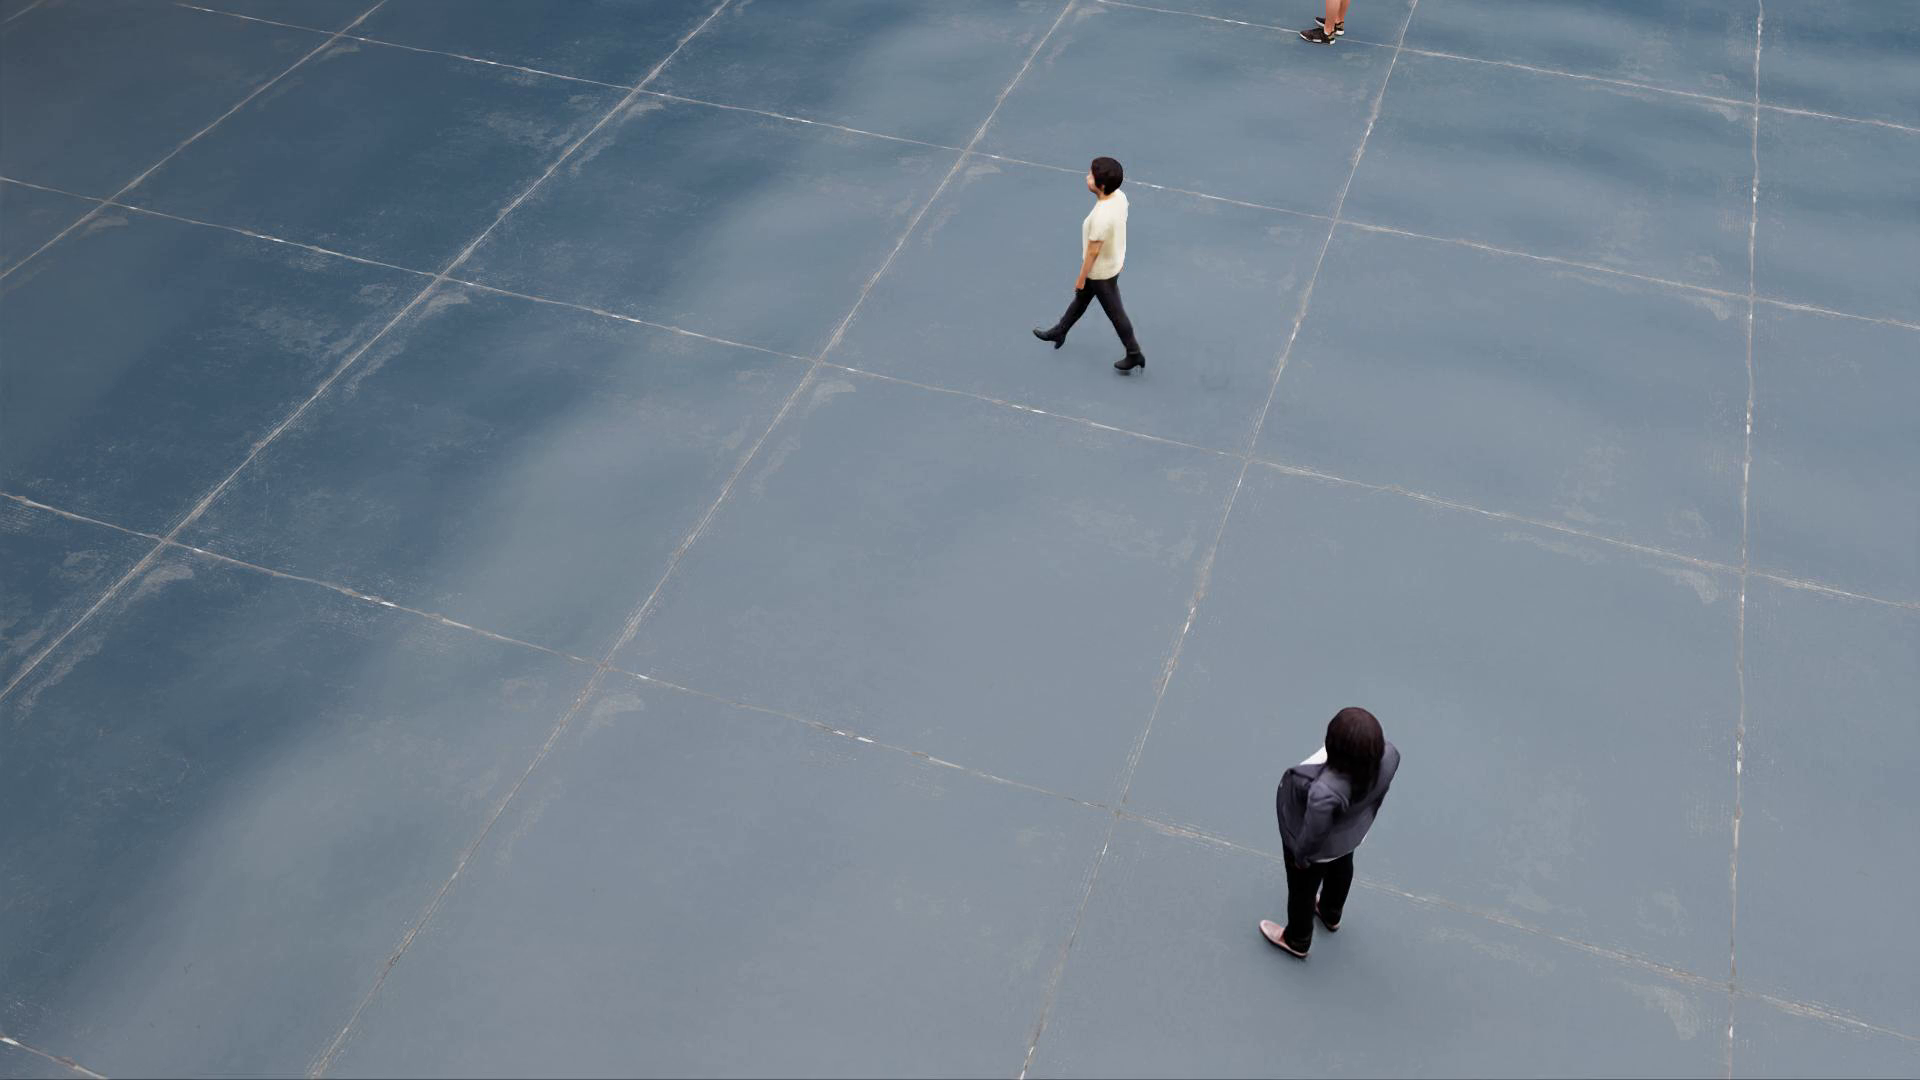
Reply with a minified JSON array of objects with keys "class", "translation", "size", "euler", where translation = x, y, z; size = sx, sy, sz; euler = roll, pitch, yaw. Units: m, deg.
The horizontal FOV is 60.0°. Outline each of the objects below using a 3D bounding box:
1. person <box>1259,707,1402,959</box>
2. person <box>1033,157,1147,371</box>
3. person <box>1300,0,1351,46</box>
[{"class":"person","translation":[1.665,1.308,7.501],"size":[0.785,1.596,0.819],"euler":[-29,50,-28]},{"class":"person","translation":[1.002,-1.737,10.799],"size":[1.015,1.546,0.593],"euler":[13,45,14]},{"class":"person","translation":[3.280,-5.201,14.279],"size":[0.670,1.861,0.746],"euler":[26,49,26]}]
